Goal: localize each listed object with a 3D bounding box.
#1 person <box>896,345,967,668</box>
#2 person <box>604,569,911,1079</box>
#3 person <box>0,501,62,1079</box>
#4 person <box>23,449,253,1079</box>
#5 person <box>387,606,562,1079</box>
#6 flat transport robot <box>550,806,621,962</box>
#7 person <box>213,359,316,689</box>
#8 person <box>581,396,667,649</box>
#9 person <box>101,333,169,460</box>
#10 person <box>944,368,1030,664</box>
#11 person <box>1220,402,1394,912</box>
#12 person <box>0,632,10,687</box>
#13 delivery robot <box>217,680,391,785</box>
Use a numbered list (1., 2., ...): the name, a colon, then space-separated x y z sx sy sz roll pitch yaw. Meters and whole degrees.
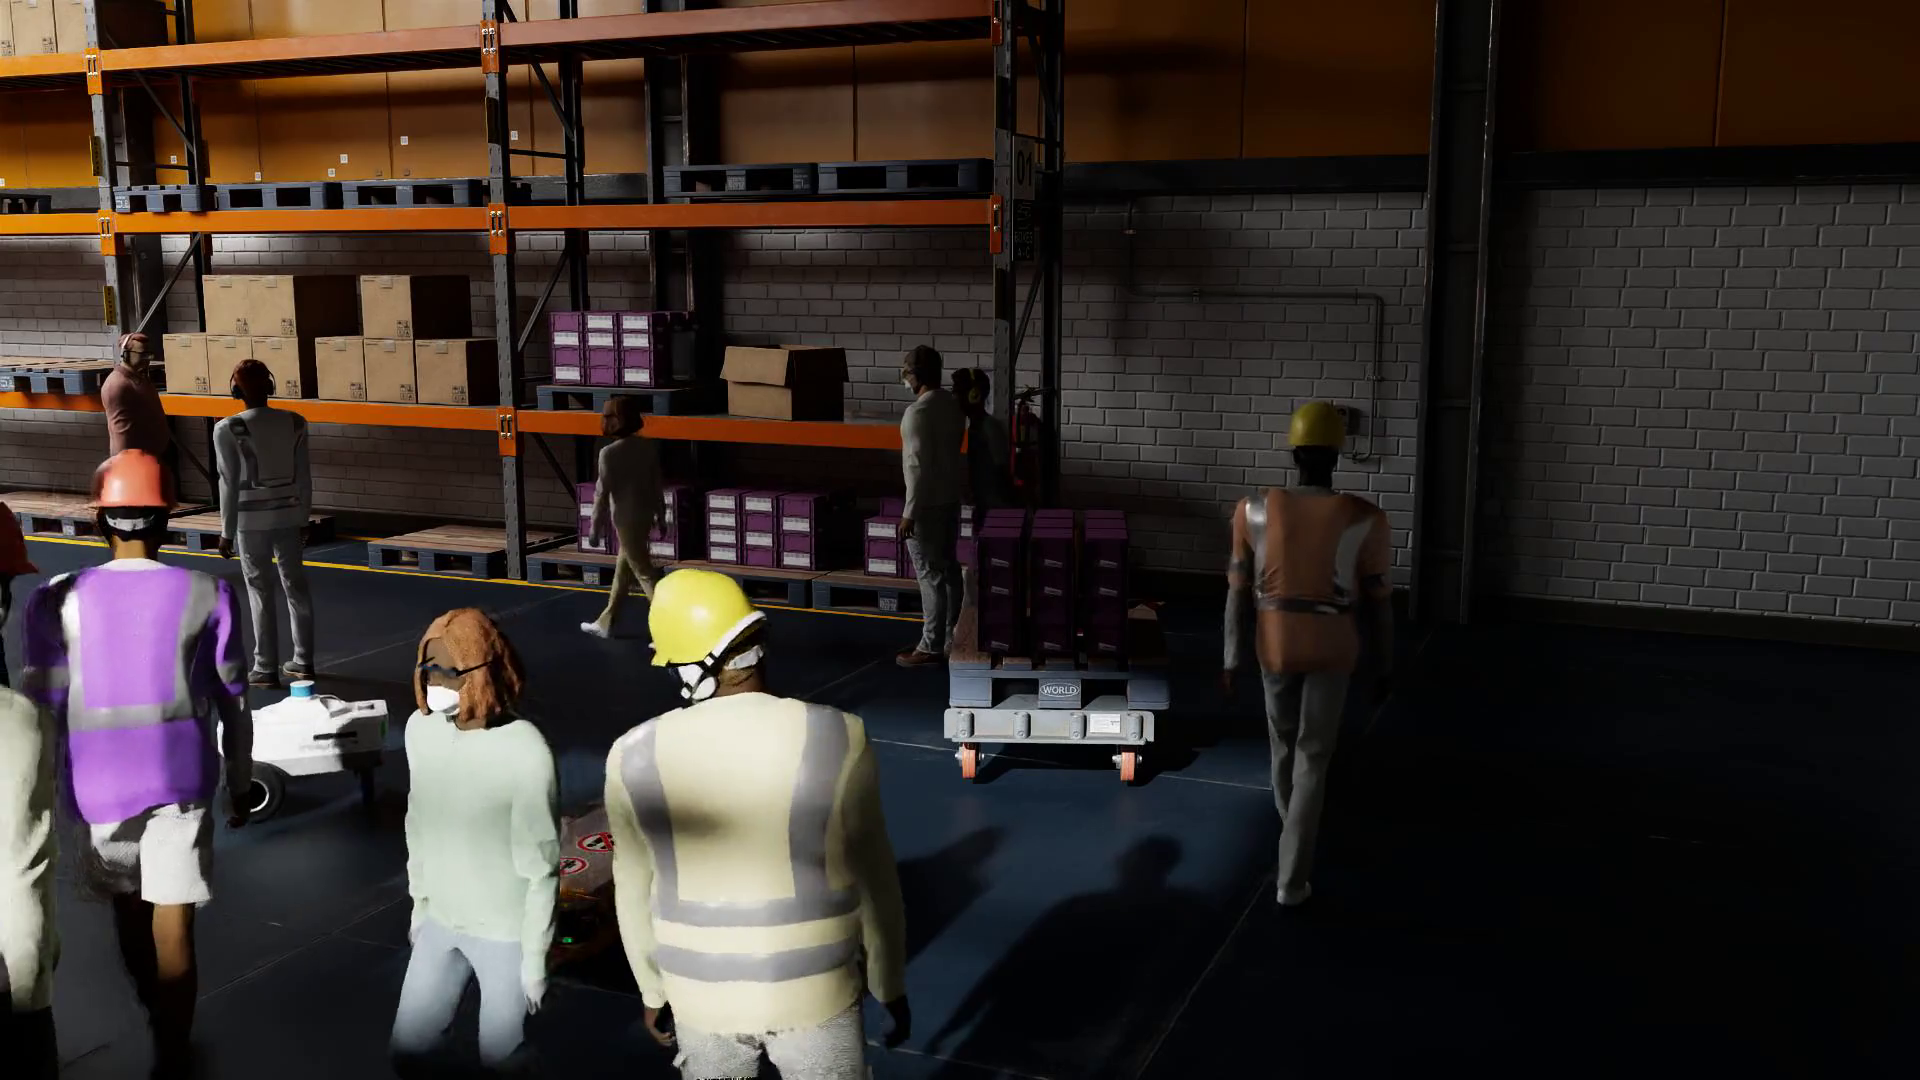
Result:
1. person: -0.179 -0.198 9.971 0.370 1.938 0.627 4 10 23
2. person: -0.427 0.953 3.553 0.639 1.789 0.461 1 10 6
3. person: -2.139 0.895 3.358 0.645 1.965 0.779 2 10 14
4. person: -2.351 0.686 4.817 0.573 1.885 0.971 -3 10 -20
5. person: -1.165 0.957 3.997 0.521 1.618 0.343 6 11 32
6. flat transport robot: -1.319 1.227 6.414 0.652 0.197 1.431 4 10 23
7. person: -3.956 -0.089 9.483 0.360 1.882 0.575 6 11 34
8. person: -2.084 -0.109 10.474 0.864 1.582 0.511 5 10 25
9. person: -6.070 -0.576 12.340 0.402 1.904 0.639 -2 10 -10
10. person: 0.222 -0.146 10.085 0.971 1.808 0.531 -1 10 -9
11. person: 1.372 0.410 6.457 0.616 1.881 0.963 4 10 23
12. person: -3.362 0.642 5.281 0.635 1.820 0.639 -6 11 -33
13. delivery robot: -2.916 0.871 7.419 0.707 0.478 0.477 -4 10 -21
